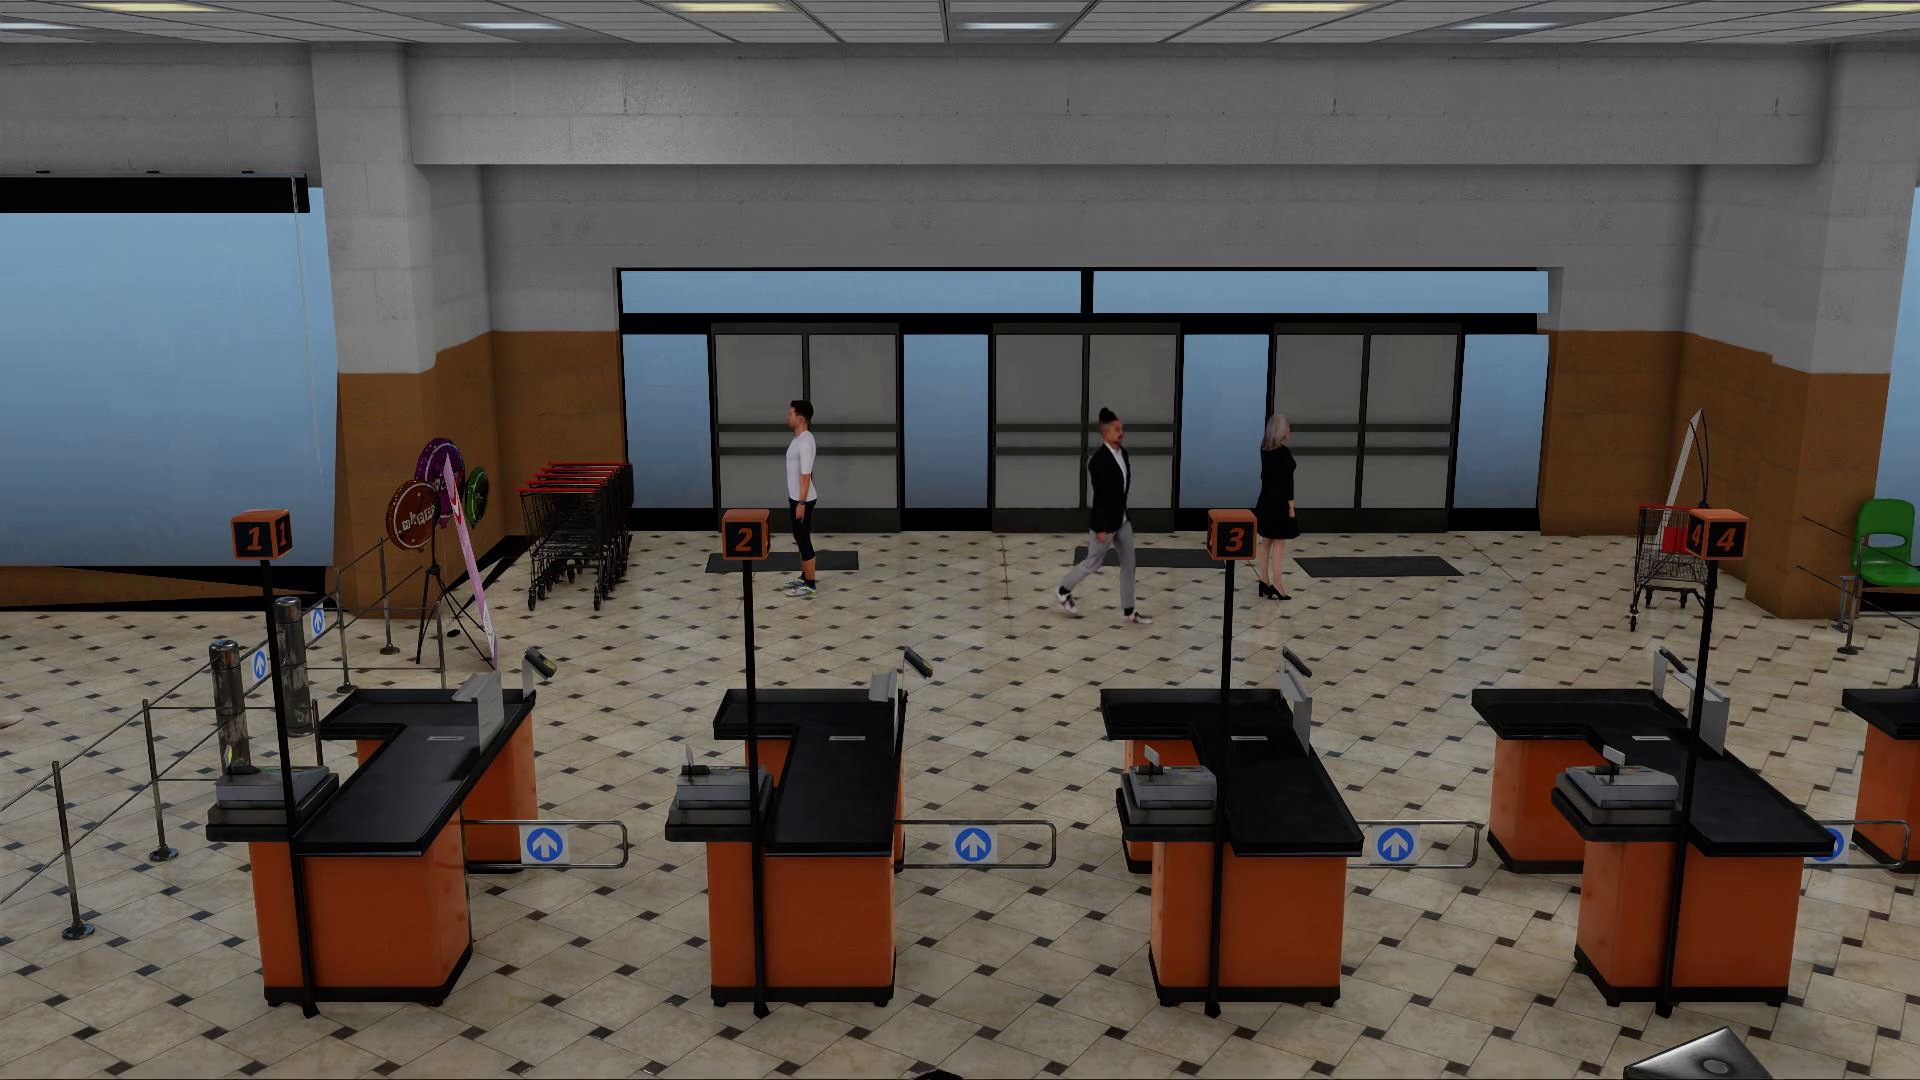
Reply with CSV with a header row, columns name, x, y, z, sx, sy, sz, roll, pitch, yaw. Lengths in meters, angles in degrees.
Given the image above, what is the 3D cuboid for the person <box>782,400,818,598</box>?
name,x,y,z,sx,sy,sz,roll,pitch,yaw
person,-1.489,-0.405,15.685,0.773,1.852,0.559,-2,14,-10

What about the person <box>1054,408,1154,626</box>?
name,x,y,z,sx,sy,sz,roll,pitch,yaw
person,1.237,-0.199,14.696,1.240,1.916,1.269,10,17,36

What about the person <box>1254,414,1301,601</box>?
name,x,y,z,sx,sy,sz,roll,pitch,yaw
person,2.958,-0.313,15.528,0.746,1.747,0.641,-7,15,-25
